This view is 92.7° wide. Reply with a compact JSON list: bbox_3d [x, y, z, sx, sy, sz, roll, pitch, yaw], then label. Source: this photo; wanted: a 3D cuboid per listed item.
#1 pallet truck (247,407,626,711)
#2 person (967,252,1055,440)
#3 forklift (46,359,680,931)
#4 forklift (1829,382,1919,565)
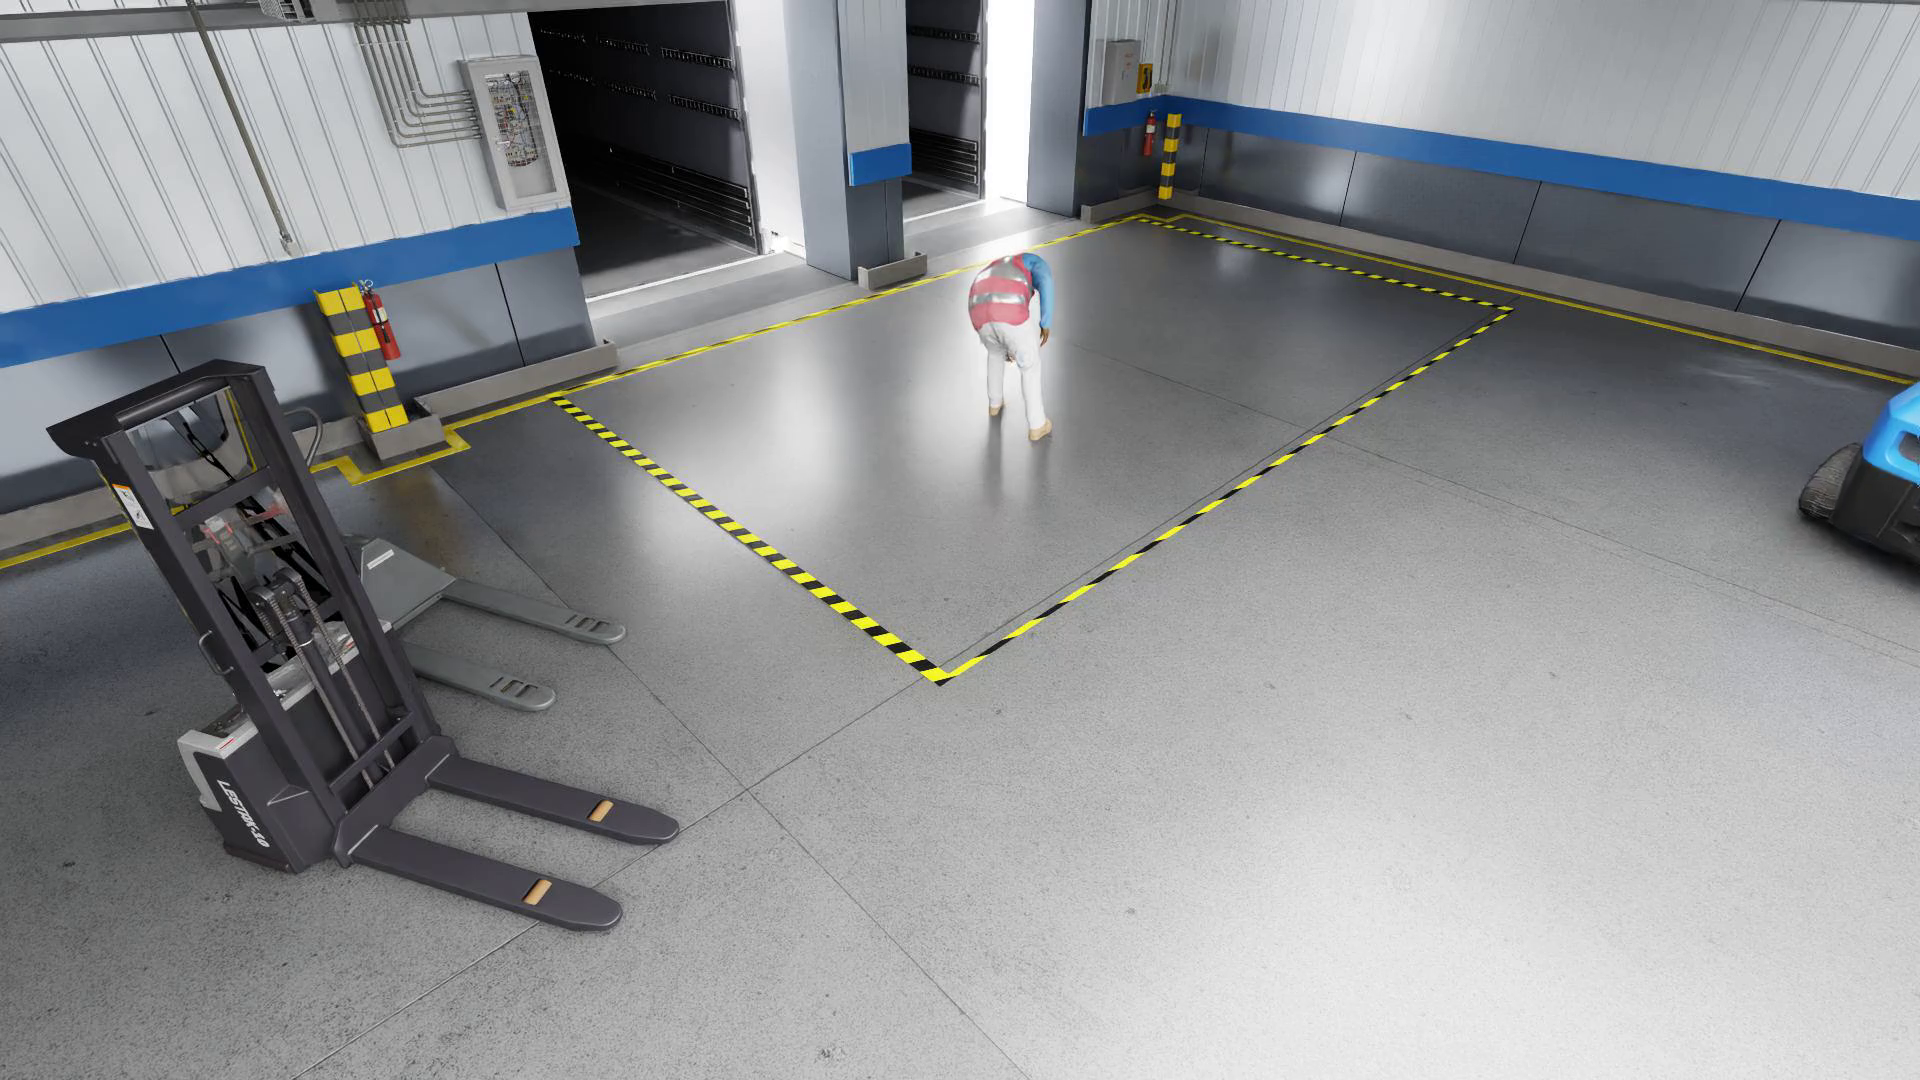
[{"bbox_3d":[-2.628,0.038,4.590,1.601,1.201,0.680,12,36,18],"label":"pallet truck"},{"bbox_3d":[0.432,-1.518,6.911,0.880,1.251,0.940,-29,44,-36],"label":"person"},{"bbox_3d":[-2.135,0.422,3.354,1.885,1.965,0.823,10,35,14],"label":"forklift"},{"bbox_3d":[6.595,-0.962,5.073,2.680,2.036,1.157,-12,36,-18],"label":"forklift"}]
